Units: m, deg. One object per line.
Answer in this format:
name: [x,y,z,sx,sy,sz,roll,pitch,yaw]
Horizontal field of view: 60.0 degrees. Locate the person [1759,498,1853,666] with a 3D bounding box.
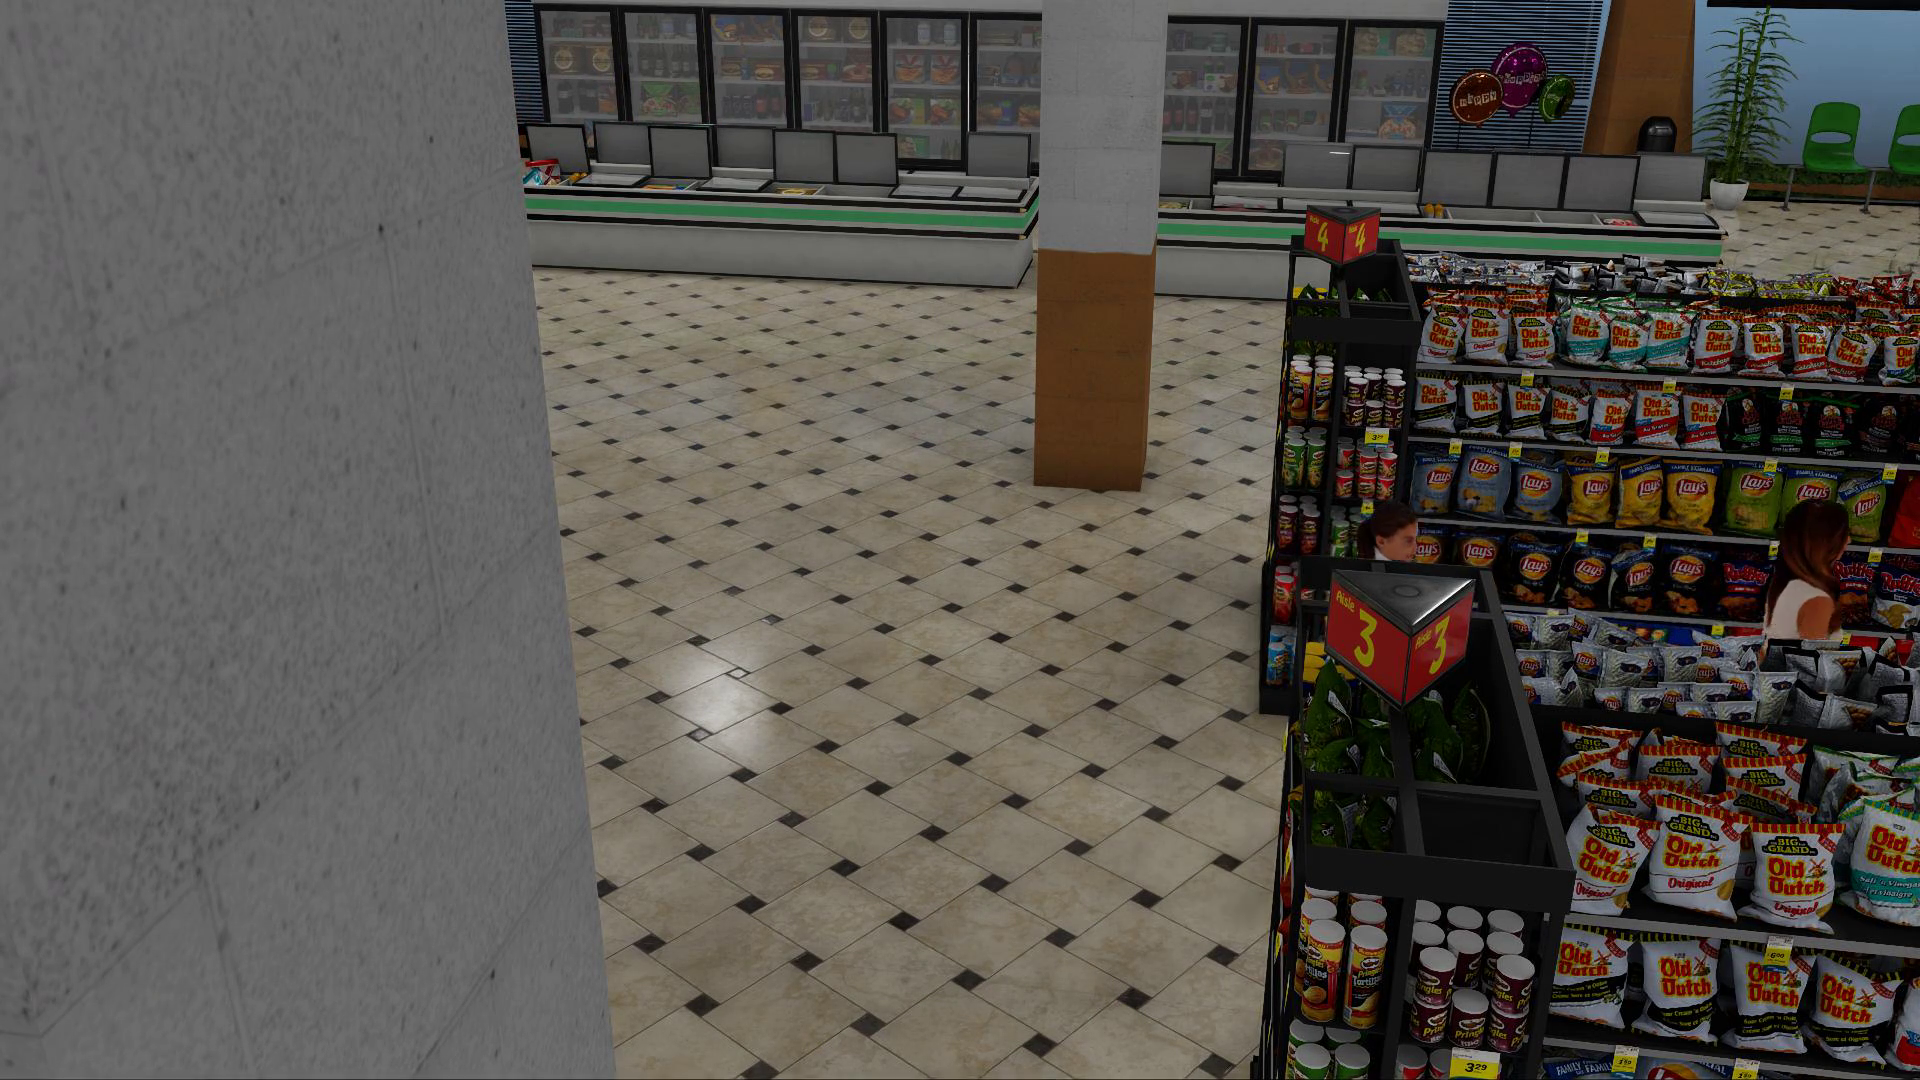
person: [2.997,0.681,6.265,0.921,1.757,0.583,5,24,10]

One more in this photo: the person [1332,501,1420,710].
person: [1.608,0.547,6.872,0.912,1.517,1.064,-21,31,-39]
